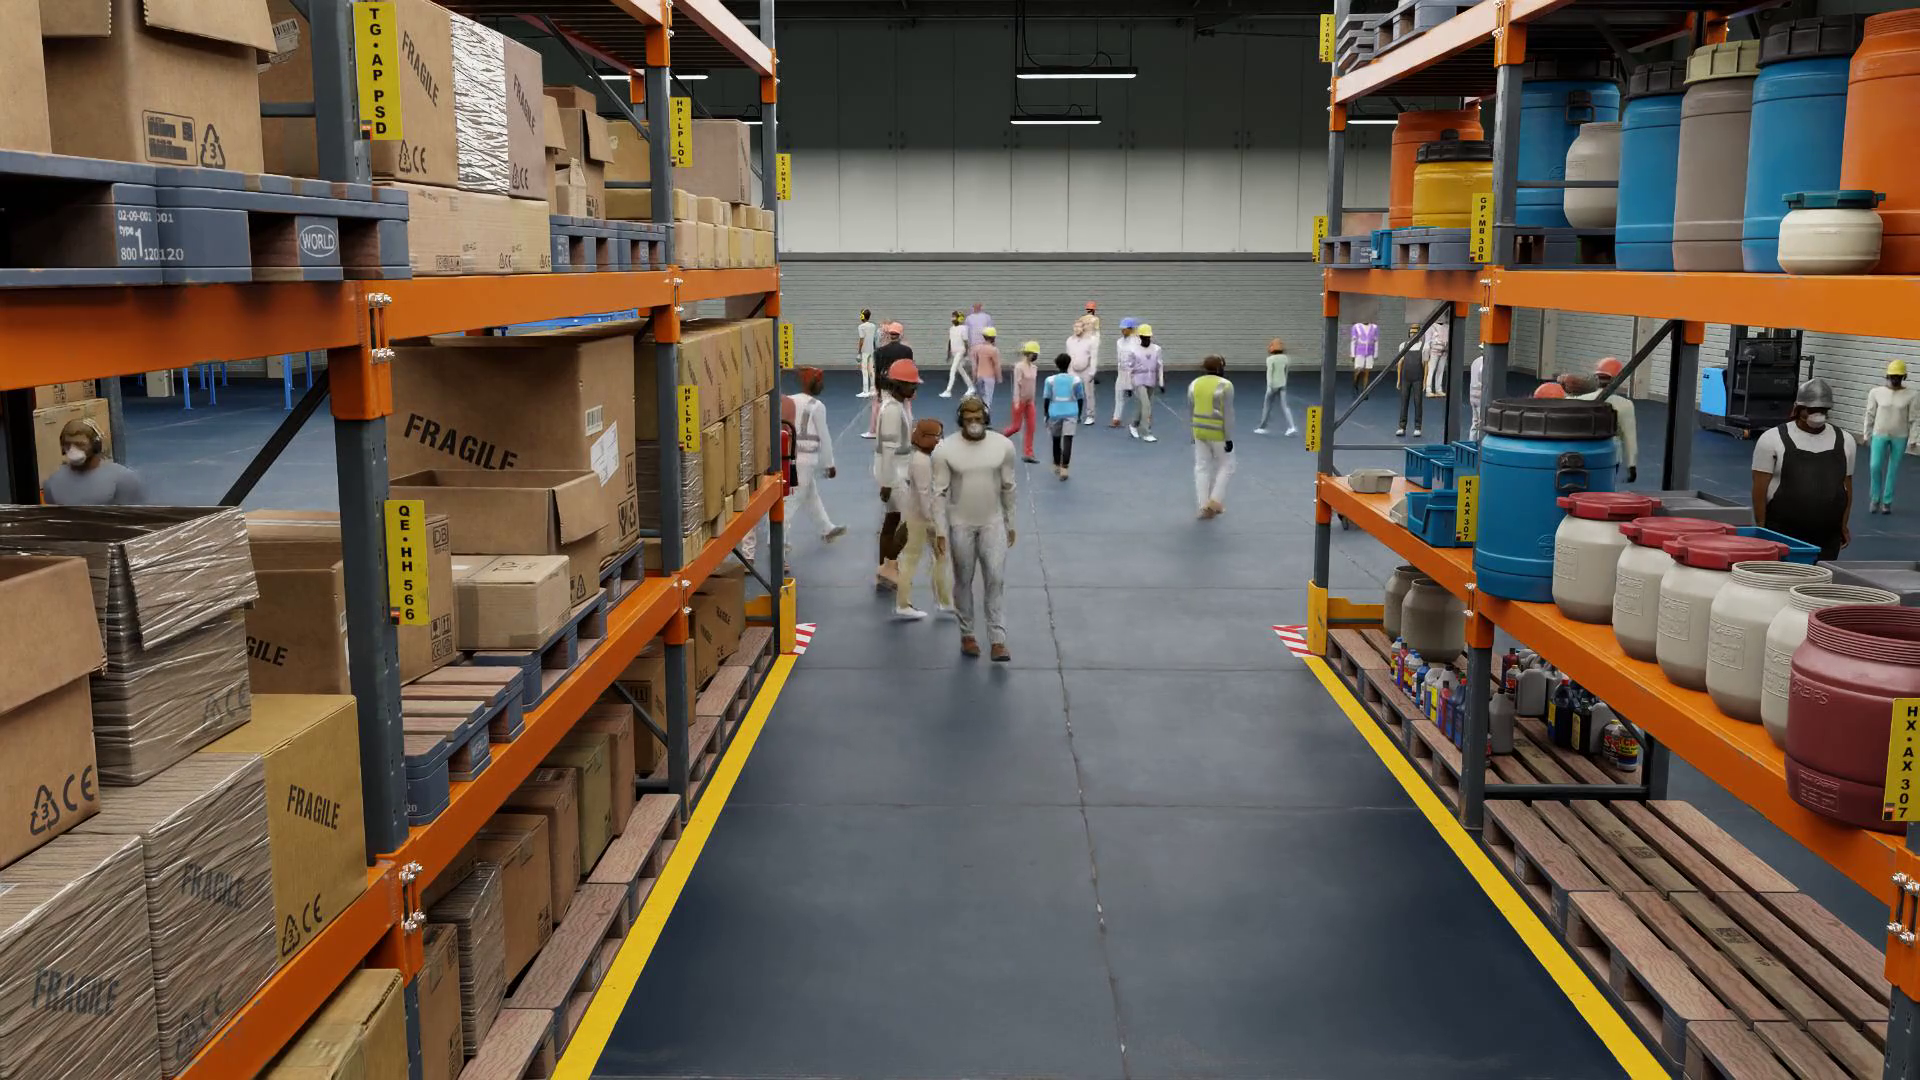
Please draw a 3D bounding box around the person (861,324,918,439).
[{"bbox_3d":[-1.123,-2.567,26.949,0.966,1.870,0.645,5,11,27],"label":"person"}]

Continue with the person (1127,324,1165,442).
[{"bbox_3d":[2.948,-2.560,26.873,0.584,1.882,0.972,-5,11,-26],"label":"person"}]

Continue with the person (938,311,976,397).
[{"bbox_3d":[-0.044,-3.980,35.548,0.997,1.827,0.527,-7,12,-35],"label":"person"}]

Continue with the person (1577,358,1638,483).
[{"bbox_3d":[6.184,-0.777,16.020,1.043,1.944,0.633,-7,12,-36],"label":"person"}]

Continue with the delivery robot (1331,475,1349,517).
[{"bbox_3d":[4.235,-0.462,18.100,0.707,0.478,0.477,-8,12,-40],"label":"delivery robot"}]

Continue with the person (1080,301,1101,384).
[{"bbox_3d":[3.068,-4.647,39.185,0.543,1.939,0.370,7,12,35],"label":"person"}]

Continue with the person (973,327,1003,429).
[{"bbox_3d":[0.506,-2.786,28.578,0.562,1.747,0.510,9,13,43],"label":"person"}]

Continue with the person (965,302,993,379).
[{"bbox_3d":[0.460,-4.831,40.411,0.704,1.894,0.512,1,10,4],"label":"person"}]

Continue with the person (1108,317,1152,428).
[{"bbox_3d":[3.011,-2.938,29.088,0.977,1.913,0.605,-9,13,-44],"label":"person"}]

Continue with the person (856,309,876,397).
[{"bbox_3d":[-2.003,-3.984,35.420,0.328,1.872,0.509,7,12,37],"label":"person"}]

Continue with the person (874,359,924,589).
[{"bbox_3d":[-0.541,-0.559,14.442,0.486,2.021,0.626,0,9,-2],"label":"person"}]

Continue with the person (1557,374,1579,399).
[{"bbox_3d":[6.788,-1.080,18.846,0.517,1.597,0.847,-6,11,-34],"label":"person"}]

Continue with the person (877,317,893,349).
[{"bbox_3d":[-1.618,-4.230,37.644,0.517,1.625,0.441,0,9,3],"label":"person"}]

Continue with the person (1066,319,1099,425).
[{"bbox_3d":[2.093,-2.916,29.069,0.641,1.856,0.995,5,10,25],"label":"person"}]

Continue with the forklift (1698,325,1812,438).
[{"bbox_3d":[13.248,-3.165,27.620,1.129,2.768,1.873,0,9,1],"label":"forklift"}]

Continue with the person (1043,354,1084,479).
[{"bbox_3d":[1.371,-1.651,22.107,0.534,1.651,0.892,1,10,8],"label":"person"}]

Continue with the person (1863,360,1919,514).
[{"bbox_3d":[10.532,-1.155,18.817,0.553,1.739,0.685,5,11,29],"label":"person"}]

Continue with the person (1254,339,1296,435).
[{"bbox_3d":[5.267,-2.531,27.569,0.516,1.595,0.858,-6,11,-32],"label":"person"}]

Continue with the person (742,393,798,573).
[{"bbox_3d":[-1.797,-0.687,15.325,0.611,1.985,0.393,-2,10,-11],"label":"person"}]

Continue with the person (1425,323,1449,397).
[{"bbox_3d":[10.189,-3.973,35.440,0.634,1.841,0.429,-4,10,-25],"label":"person"}]

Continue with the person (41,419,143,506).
[{"bbox_3d":[-5.353,0.204,10.270,0.651,1.886,1.025,0,9,-2],"label":"person"}]

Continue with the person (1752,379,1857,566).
[{"bbox_3d":[6.029,-0.116,11.867,0.689,2.000,0.539,1,10,8],"label":"person"}]

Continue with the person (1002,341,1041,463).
[{"bbox_3d":[0.850,-1.991,23.907,0.688,1.729,0.568,8,12,40],"label":"person"}]

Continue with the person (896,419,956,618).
[{"bbox_3d":[-0.201,-0.163,13.291,0.707,1.603,0.526,2,10,10],"label":"person"}]

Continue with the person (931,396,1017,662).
[{"bbox_3d":[0.122,-0.064,11.851,0.644,1.898,0.929,-1,10,-8],"label":"person"}]

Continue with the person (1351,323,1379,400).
[{"bbox_3d":[8.458,-3.894,34.718,0.541,1.923,0.412,0,9,-1],"label":"person"}]

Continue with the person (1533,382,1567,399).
[{"bbox_3d":[4.570,-0.267,12.997,0.525,1.920,0.579,9,13,43],"label":"person"}]

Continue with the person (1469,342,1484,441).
[{"bbox_3d":[7.319,-1.917,23.186,0.403,1.824,0.596,-1,10,-5],"label":"person"}]

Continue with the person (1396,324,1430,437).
[{"bbox_3d":[7.459,-2.635,27.416,0.508,1.846,0.345,5,11,26],"label":"person"}]

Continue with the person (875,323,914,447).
[{"bbox_3d":[-0.980,-2.333,25.364,0.628,1.926,1.030,2,10,14],"label":"person"}]

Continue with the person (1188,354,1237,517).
[{"bbox_3d":[2.848,-1.168,18.665,0.480,1.826,0.657,-9,13,-43],"label":"person"}]

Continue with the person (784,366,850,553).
[{"bbox_3d":[-1.492,-0.803,16.475,1.011,1.827,0.603,-8,13,-41],"label":"person"}]
